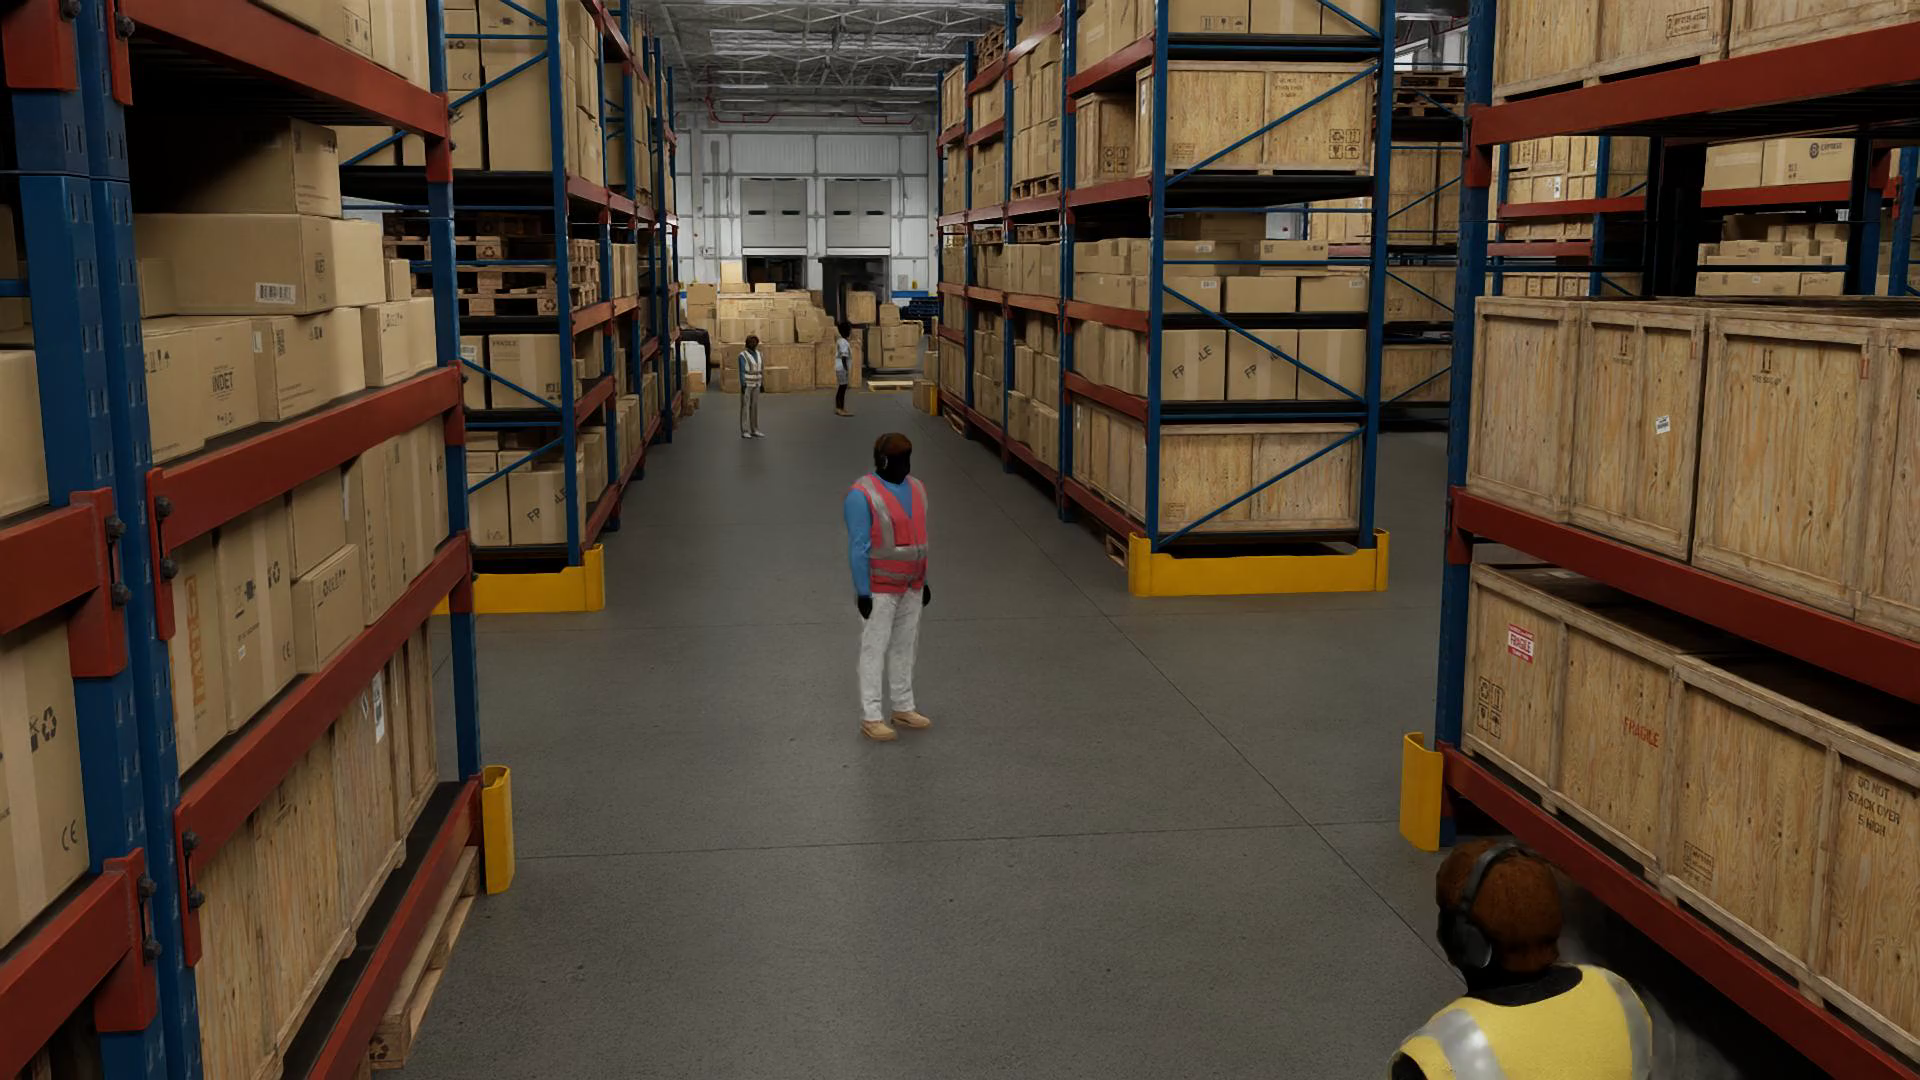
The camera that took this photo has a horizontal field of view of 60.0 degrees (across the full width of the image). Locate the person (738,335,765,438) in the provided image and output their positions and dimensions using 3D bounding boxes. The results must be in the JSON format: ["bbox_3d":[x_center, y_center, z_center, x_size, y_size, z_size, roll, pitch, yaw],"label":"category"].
[{"bbox_3d":[-3.302,-2.433,26.349,0.314,1.636,0.515,7,12,36],"label":"person"}]

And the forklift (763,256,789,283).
[{"bbox_3d":[-6.697,-8.975,60.817,1.129,2.768,1.873,-7,12,-34],"label":"forklift"}]

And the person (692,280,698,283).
[{"bbox_3d":[-9.996,-8.857,62.899,0.589,1.927,0.387,-1,10,-4],"label":"person"}]

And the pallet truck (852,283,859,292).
[{"bbox_3d":[-3.782,-9.391,65.808,1.885,1.965,0.823,2,10,10],"label":"pallet truck"}]

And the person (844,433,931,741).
[{"bbox_3d":[-0.405,0.273,10.029,0.428,1.840,0.642,8,13,40],"label":"person"}]

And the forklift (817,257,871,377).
[{"bbox_3d":[-3.071,-5.231,39.018,1.873,2.768,1.129,-1,10,-7],"label":"forklift"}]

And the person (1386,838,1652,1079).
[{"bbox_3d":[1.080,1.461,3.218,0.628,1.801,0.950,-5,11,-25],"label":"person"}]

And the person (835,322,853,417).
[{"bbox_3d":[-2.089,-3.061,29.831,0.317,1.696,0.541,-1,10,-7],"label":"person"}]
